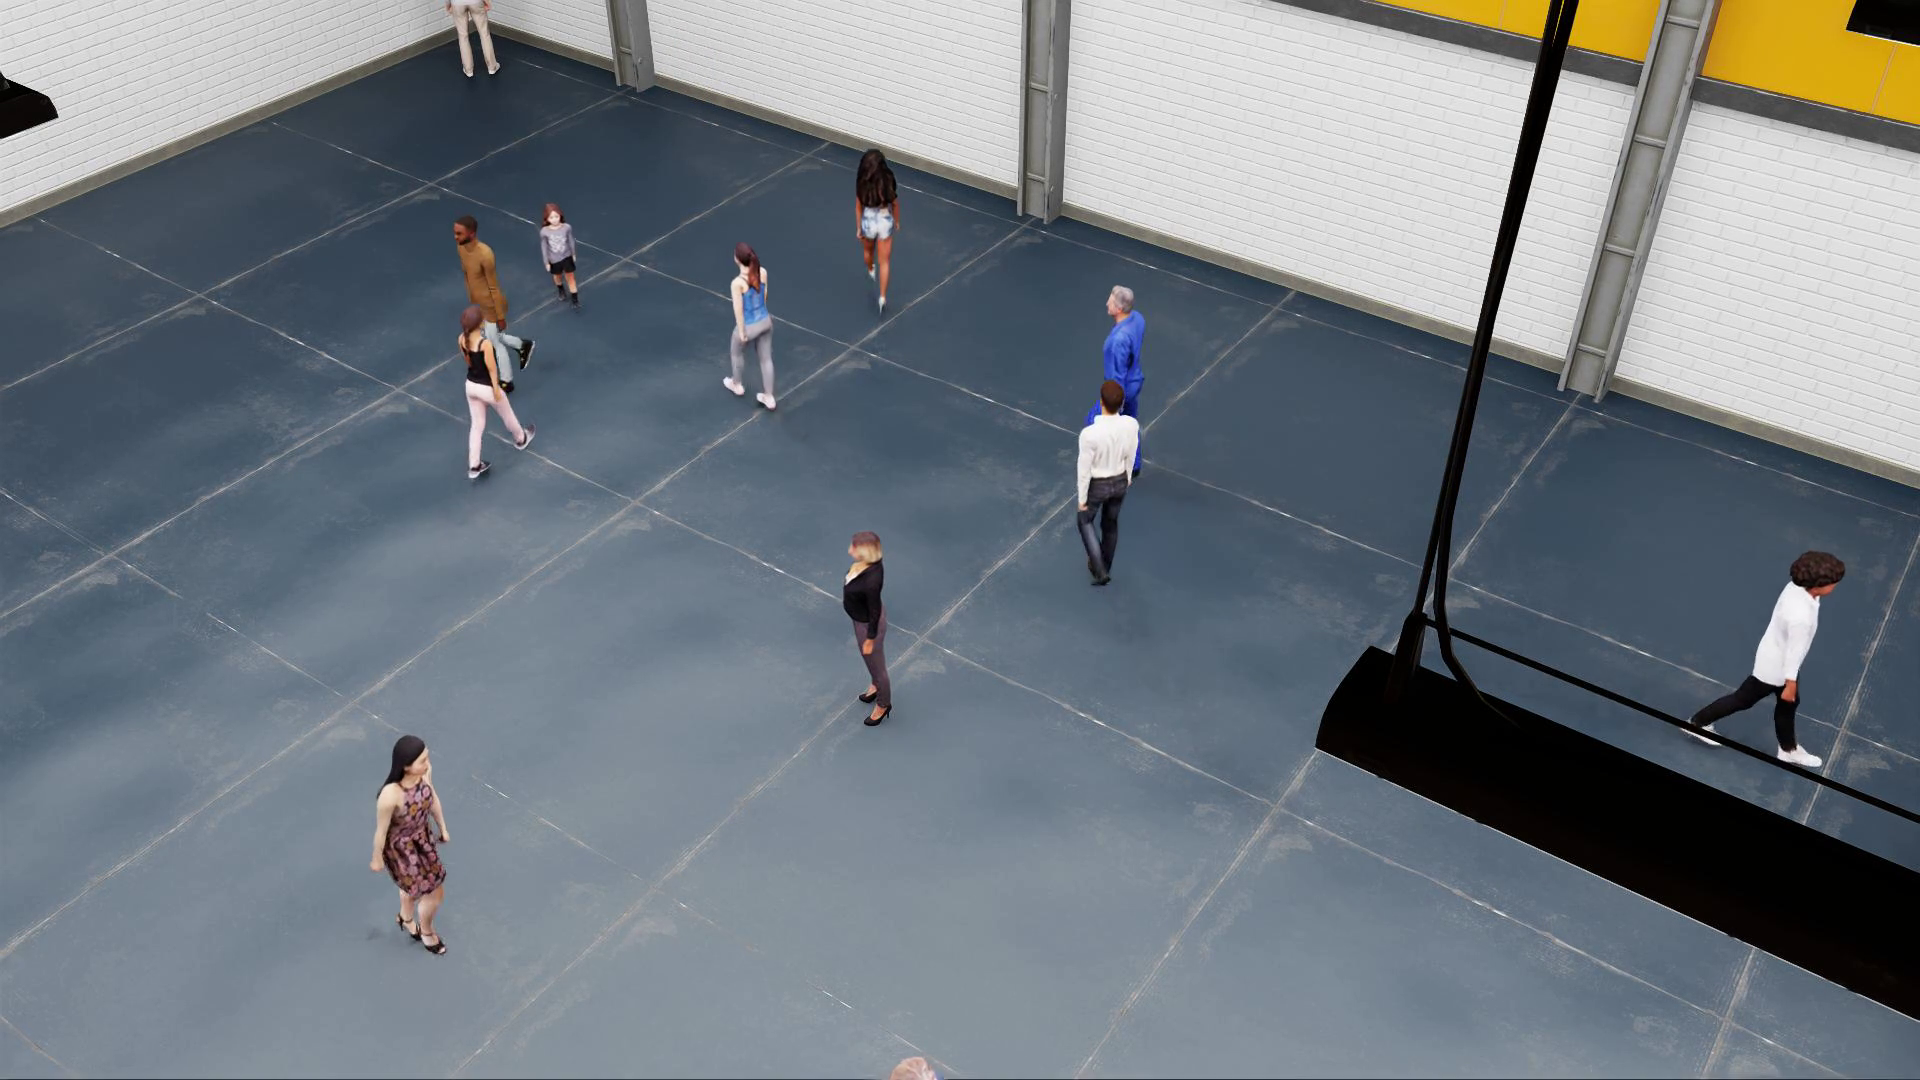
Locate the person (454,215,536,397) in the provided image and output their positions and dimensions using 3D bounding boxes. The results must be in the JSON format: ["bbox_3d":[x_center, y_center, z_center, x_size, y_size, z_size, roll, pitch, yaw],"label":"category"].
[{"bbox_3d":[-4.146,-2.127,14.882,0.837,1.799,0.731,26,46,29],"label":"person"}]

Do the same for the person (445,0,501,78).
[{"bbox_3d":[-6.085,-6.650,20.498,0.754,1.860,0.796,-9,39,-11],"label":"person"}]

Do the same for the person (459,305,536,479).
[{"bbox_3d":[-4.040,-1.225,13.971,1.014,1.527,0.750,14,41,17],"label":"person"}]

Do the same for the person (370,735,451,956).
[{"bbox_3d":[-3.337,1.842,9.970,0.826,1.727,0.745,15,41,18],"label":"person"}]

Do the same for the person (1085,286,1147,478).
[{"bbox_3d":[1.431,-1.263,13.790,0.738,1.813,0.785,17,42,20],"label":"person"}]

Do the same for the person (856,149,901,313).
[{"bbox_3d":[-0.800,-2.952,16.082,1.006,1.592,0.984,-1,39,-1],"label":"person"}]

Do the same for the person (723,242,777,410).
[{"bbox_3d":[-1.788,-1.869,14.729,0.701,1.588,0.905,-27,46,-29],"label":"person"}]

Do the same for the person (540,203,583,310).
[{"bbox_3d":[-3.946,-2.820,16.327,0.720,1.079,0.838,-15,41,-17],"label":"person"}]

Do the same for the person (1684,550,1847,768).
[{"bbox_3d":[5.446,0.804,11.240,1.184,1.765,0.761,17,42,20],"label":"person"}]

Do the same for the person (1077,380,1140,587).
[{"bbox_3d":[1.139,-0.356,12.618,0.846,1.858,0.904,-13,40,-16],"label":"person"}]

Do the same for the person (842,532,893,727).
[{"bbox_3d":[-0.611,0.600,11.574,0.726,1.667,0.677,-4,39,-5],"label":"person"}]
